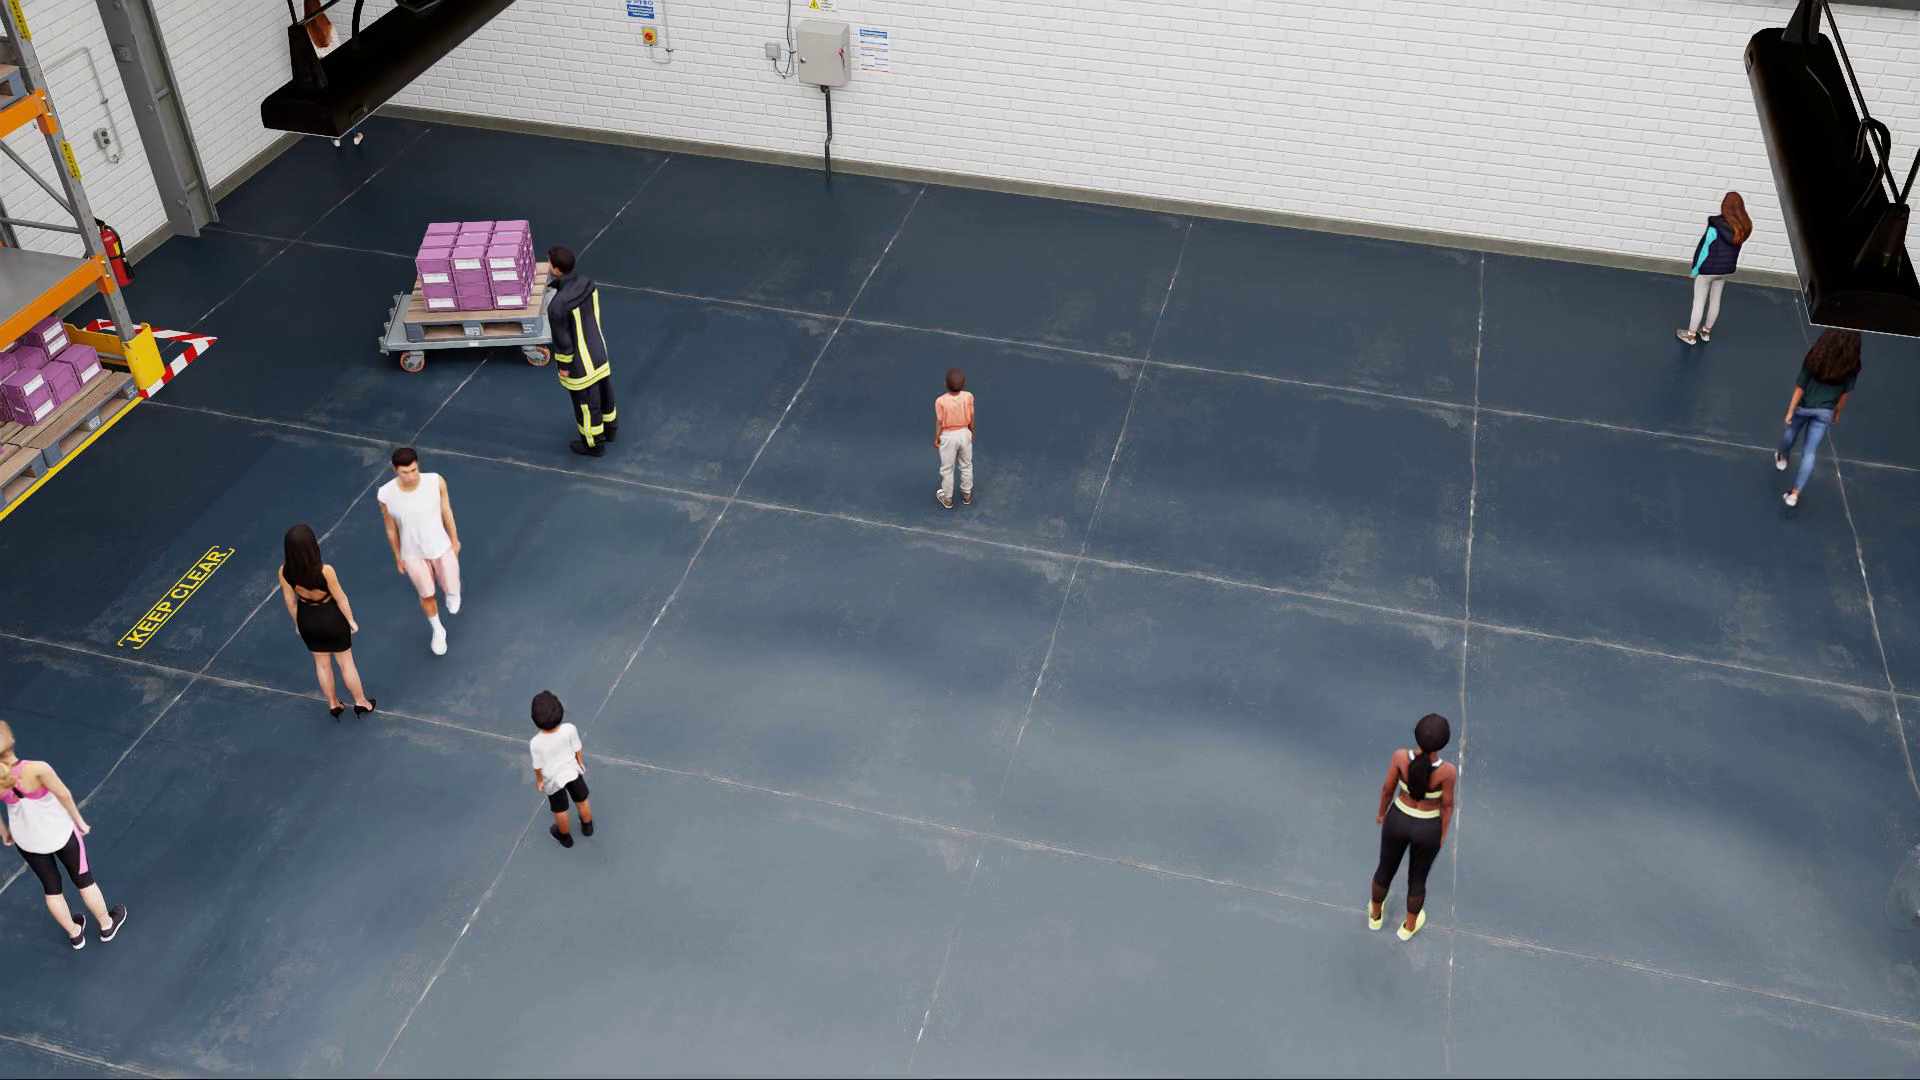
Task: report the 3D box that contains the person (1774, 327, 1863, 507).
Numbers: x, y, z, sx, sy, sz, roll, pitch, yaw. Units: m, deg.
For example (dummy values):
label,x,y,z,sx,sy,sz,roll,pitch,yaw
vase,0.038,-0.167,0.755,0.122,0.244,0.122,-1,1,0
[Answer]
label,x,y,z,sx,sy,sz,roll,pitch,yaw
person,6.895,-1.001,13.400,0.670,1.573,1.127,13,40,16

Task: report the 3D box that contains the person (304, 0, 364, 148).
label,x,y,z,sx,sy,sz,roll,pitch,yaw
person,-7.058,-5.249,18.594,0.653,1.729,0.667,-10,40,-13

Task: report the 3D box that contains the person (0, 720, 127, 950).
label,x,y,z,sx,sy,sz,roll,pitch,yaw
person,-5.392,1.741,9.794,0.691,1.787,0.684,-9,39,-11

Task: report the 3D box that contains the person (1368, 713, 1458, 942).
label,x,y,z,sx,sy,sz,roll,pitch,yaw
person,2.670,1.716,9.853,0.612,1.754,0.582,18,42,21

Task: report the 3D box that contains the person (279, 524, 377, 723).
label,x,y,z,sx,sy,sz,roll,pitch,yaw
person,-4.350,0.584,11.355,0.624,1.648,0.583,-1,39,-1

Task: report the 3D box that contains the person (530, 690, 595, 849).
label,x,y,z,sx,sy,sz,roll,pitch,yaw
person,-2.539,1.460,10.567,0.574,1.262,0.640,-23,44,-26

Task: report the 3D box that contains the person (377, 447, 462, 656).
label,x,y,z,sx,sy,sz,roll,pitch,yaw
person,-3.857,-0.009,12.005,0.851,1.763,0.959,-9,40,-11

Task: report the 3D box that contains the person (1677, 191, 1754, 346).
label,x,y,z,sx,sy,sz,roll,pitch,yaw
person,6.969,-2.514,15.352,0.681,1.500,0.718,-10,40,-12

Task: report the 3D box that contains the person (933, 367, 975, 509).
label,x,y,z,sx,sy,sz,roll,pitch,yaw
person,-0.037,-0.835,13.404,0.571,1.308,0.607,-10,40,-12

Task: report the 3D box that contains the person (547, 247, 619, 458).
label,x,y,z,sx,sy,sz,roll,pitch,yaw
person,-3.147,-1.572,13.831,0.857,1.927,0.632,14,41,17
